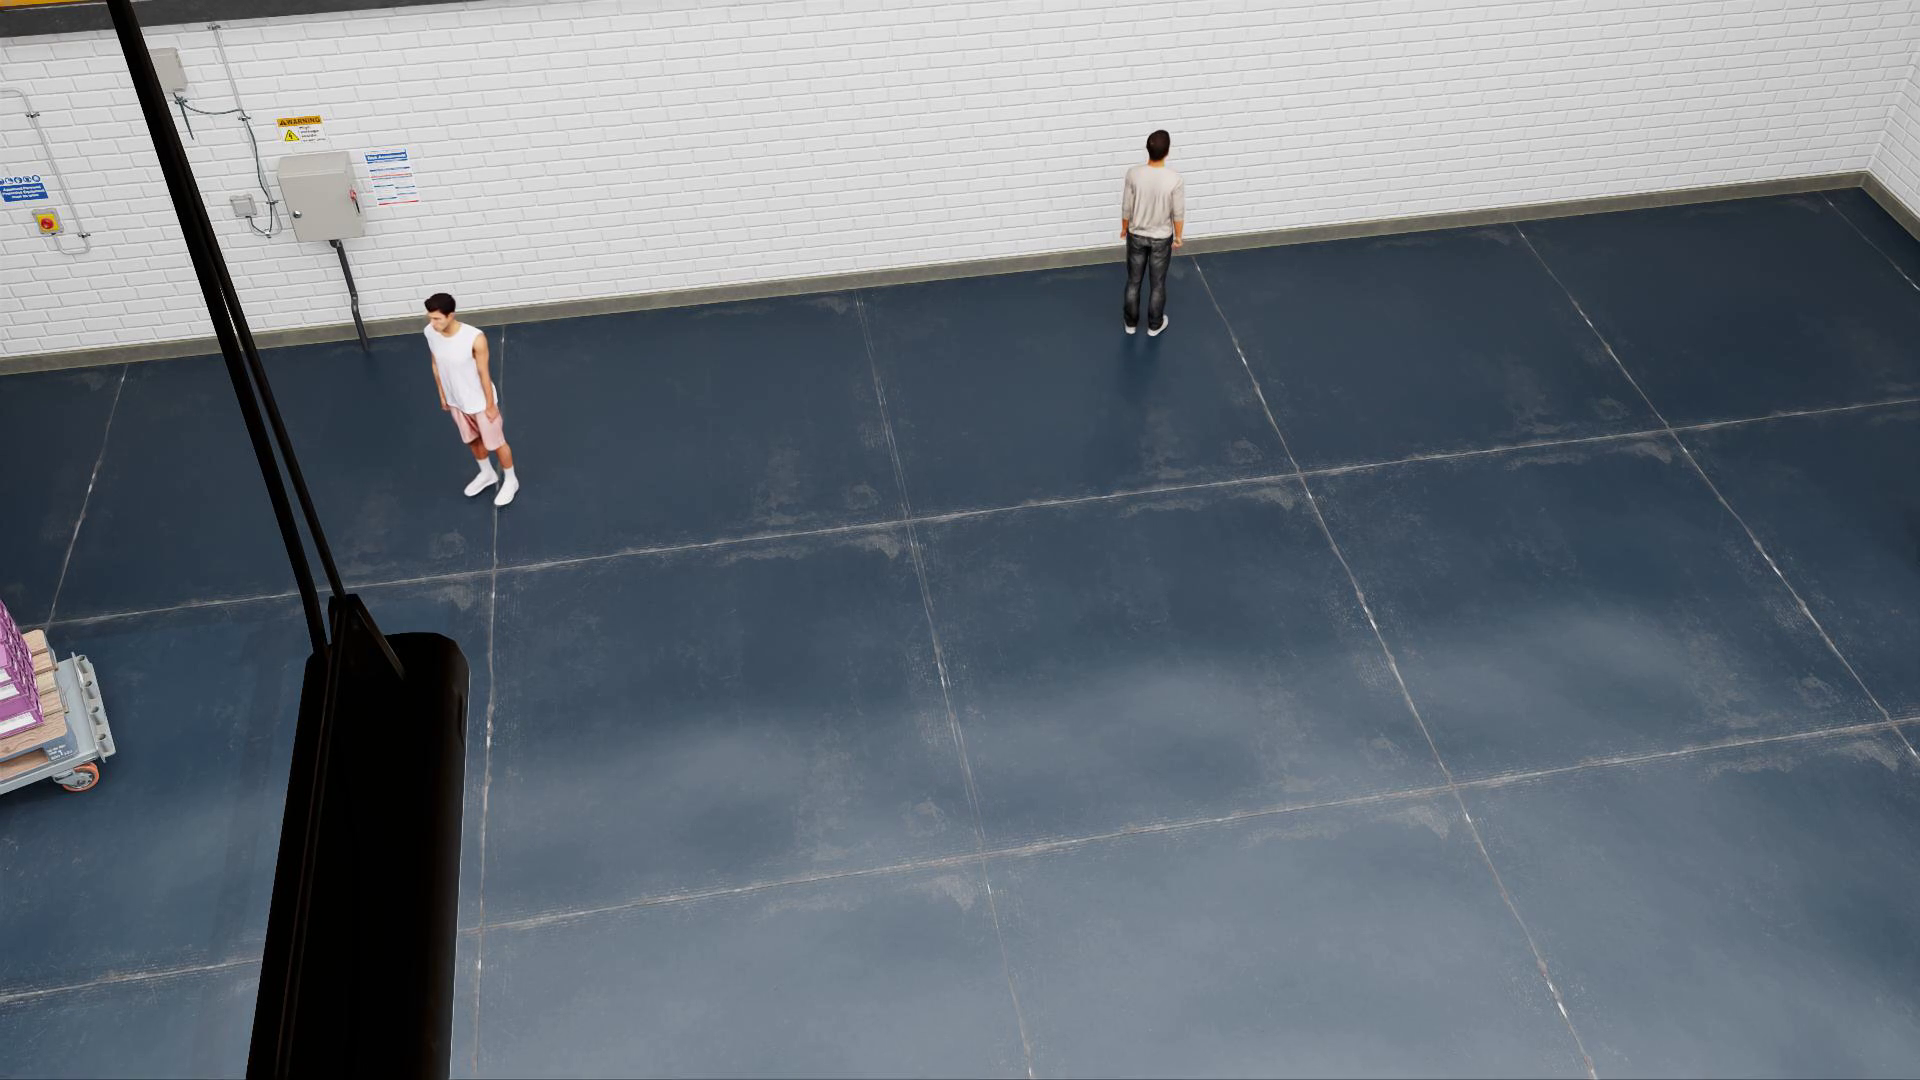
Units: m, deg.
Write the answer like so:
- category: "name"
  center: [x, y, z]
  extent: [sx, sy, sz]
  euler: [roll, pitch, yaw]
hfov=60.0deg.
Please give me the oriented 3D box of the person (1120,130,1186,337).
- category: "person"
  center: [1.514, -2.432, 13.250]
  extent: [0.734, 1.811, 0.702]
  euler: [11, 45, 12]

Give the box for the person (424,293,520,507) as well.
- category: "person"
  center: [-3.456, -1.027, 11.797]
  extent: [0.729, 1.781, 0.746]
  euler: [16, 46, 16]
